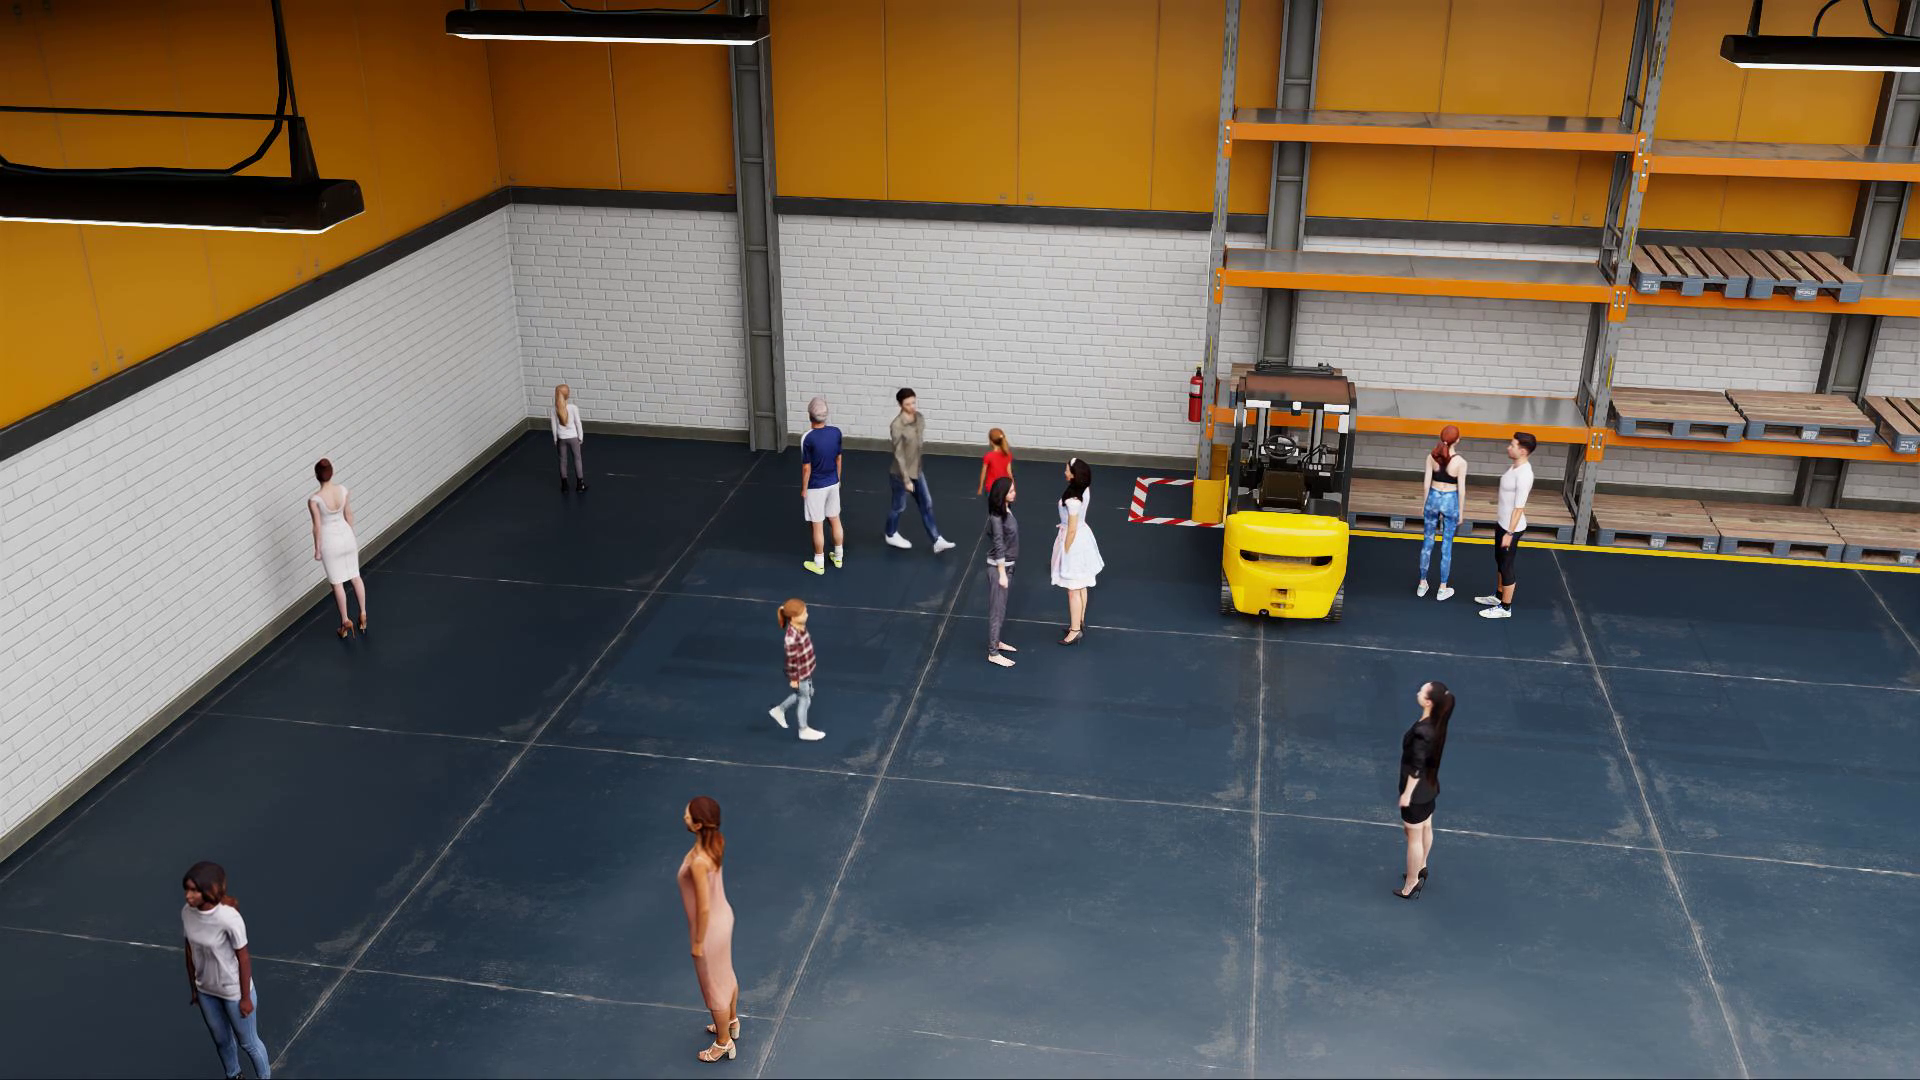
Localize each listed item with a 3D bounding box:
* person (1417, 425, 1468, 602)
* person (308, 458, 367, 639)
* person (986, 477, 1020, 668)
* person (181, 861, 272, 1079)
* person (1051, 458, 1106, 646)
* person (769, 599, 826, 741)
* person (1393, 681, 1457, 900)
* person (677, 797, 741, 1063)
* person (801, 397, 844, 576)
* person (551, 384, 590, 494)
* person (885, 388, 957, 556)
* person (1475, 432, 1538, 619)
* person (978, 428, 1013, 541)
[{"bbox_3d":[4.687,-0.275,16.183,0.631,1.785,0.714,14,27,28],"label":"person"},{"bbox_3d":[-5.759,0.068,15.393,0.651,1.790,0.642,20,31,38],"label":"person"},{"bbox_3d":[0.365,0.255,14.996,0.516,1.765,0.599,3,24,6],"label":"person"},{"bbox_3d":[-4.269,2.611,9.662,0.511,1.719,0.673,8,25,17],"label":"person"},{"bbox_3d":[1.056,0.103,15.275,0.752,1.818,0.728,7,25,16],"label":"person"},{"bbox_3d":[-1.389,1.058,13.742,0.698,1.297,0.538,4,24,8],"label":"person"},{"bbox_3d":[3.243,1.742,11.678,0.668,1.697,0.672,15,28,30],"label":"person"},{"bbox_3d":[-1.509,2.355,10.109,0.514,1.831,0.602,3,24,6],"label":"person"},{"bbox_3d":[-1.390,-0.559,16.766,0.721,1.839,0.762,-19,30,-36],"label":"person"},{"bbox_3d":[-4.443,-1.153,18.823,0.486,1.279,0.585,0,24,-1],"label":"person"},{"bbox_3d":[-0.619,-0.700,17.116,1.246,1.815,1.034,15,28,30],"label":"person"},{"bbox_3d":[5.242,-0.156,15.828,0.548,1.852,0.654,4,24,9],"label":"person"},{"bbox_3d":[0.409,-0.503,17.330,0.860,1.283,0.834,-9,25,-21],"label":"person"}]
